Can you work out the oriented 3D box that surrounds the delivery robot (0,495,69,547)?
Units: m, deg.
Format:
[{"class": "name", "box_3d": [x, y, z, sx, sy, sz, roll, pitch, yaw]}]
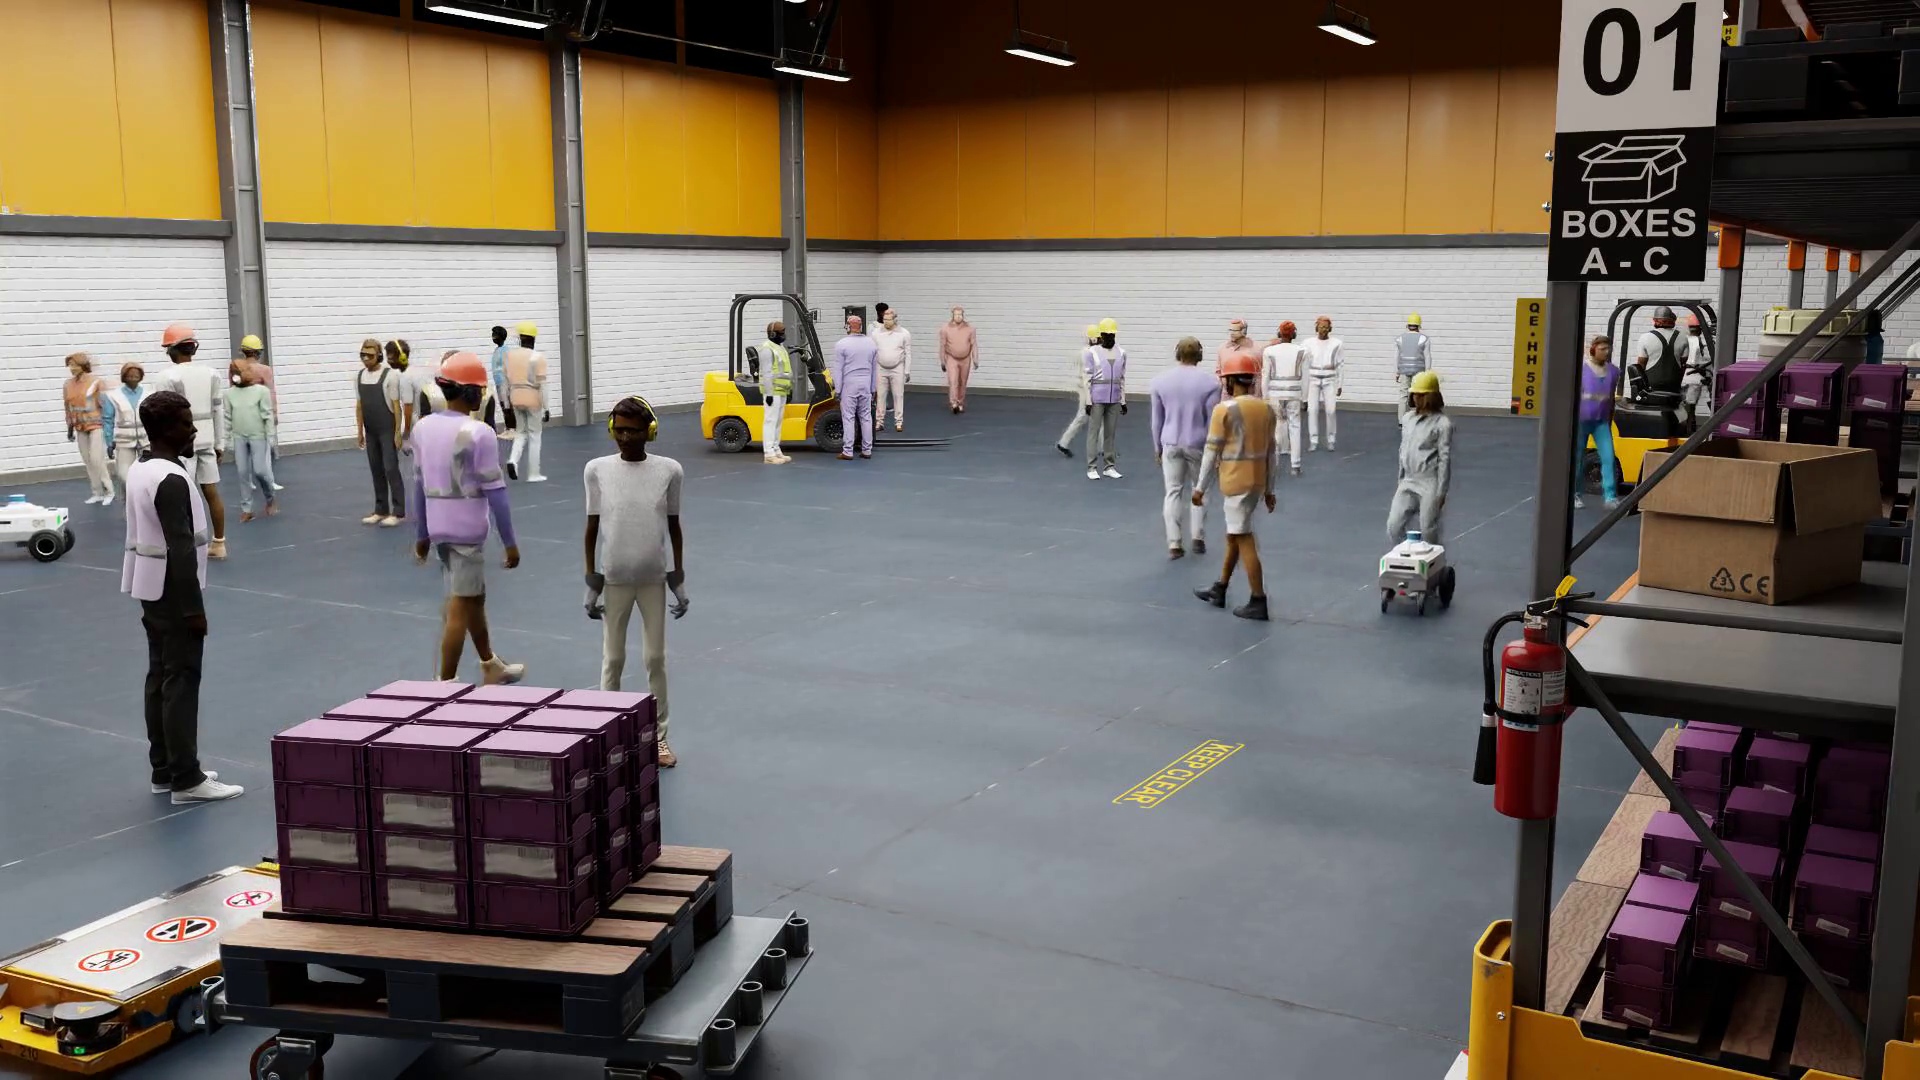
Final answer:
[{"class": "delivery robot", "box_3d": [-8.063, -0.146, 14.262, 0.707, 0.478, 0.477, -3, 10, -17]}]

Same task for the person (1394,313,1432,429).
[{"class": "person", "box_3d": [7.132, -2.647, 26.188, 0.591, 1.833, 0.403, 6, 11, 31]}]

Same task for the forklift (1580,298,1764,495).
[{"class": "forklift", "box_3d": [7.954, -1.589, 18.462, 2.313, 2.155, 1.214, 5, 11, 30]}]

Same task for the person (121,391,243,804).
[{"class": "person", "box_3d": [-3.666, 0.267, 7.737, 0.392, 1.920, 0.589, -8, 12, -41]}]

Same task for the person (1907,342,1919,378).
[{"class": "person", "box_3d": [11.606, -1.682, 19.849, 0.627, 1.936, 0.373, 5, 10, 27]}]

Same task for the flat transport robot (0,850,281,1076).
[{"class": "flat transport robot", "box_3d": [-2.624, 1.406, 5.753, 0.652, 0.197, 1.431, 4, 10, 24]}]

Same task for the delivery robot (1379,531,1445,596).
[{"class": "delivery robot", "box_3d": [3.333, 0.178, 12.241, 0.477, 0.478, 0.707, 5, 10, 27]}]

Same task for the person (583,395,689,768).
[{"class": "person", "box_3d": [-1.606, 0.215, 8.232, 0.517, 1.865, 0.327, -2, 9, -15]}]

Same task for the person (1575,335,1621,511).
[{"class": "person", "box_3d": [6.580, -1.191, 17.157, 0.583, 1.815, 0.828, -2, 9, -9]}]

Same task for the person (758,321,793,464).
[{"class": "person", "box_3d": [-2.378, -1.909, 21.556, 0.430, 1.843, 0.626, 2, 9, 12]}]

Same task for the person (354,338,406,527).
[{"class": "person", "box_3d": [-5.639, -1.039, 16.163, 0.510, 1.836, 0.364, 4, 10, 22]}]

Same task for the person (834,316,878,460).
[{"class": "person", "box_3d": [-1.392, -2.006, 21.992, 0.640, 1.902, 0.402, -7, 11, -35]}]

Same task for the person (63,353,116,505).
[{"class": "person", "box_3d": [-9.239, -1.172, 17.661, 0.529, 1.617, 0.394, 2, 9, 14]}]

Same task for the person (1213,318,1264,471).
[{"class": "person", "box_3d": [3.425, -1.779, 20.551, 0.652, 1.904, 0.402, 6, 11, 35]}]

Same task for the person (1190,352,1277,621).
[{"class": "person", "box_3d": [1.930, -0.398, 11.977, 0.548, 1.893, 0.920, -7, 12, -39]}]

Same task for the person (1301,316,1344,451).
[{"class": "person", "box_3d": [4.995, -2.156, 23.024, 0.610, 1.874, 0.423, 2, 9, 12]}]

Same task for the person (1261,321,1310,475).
[{"class": "person", "box_3d": [3.972, -1.733, 20.331, 0.575, 1.881, 0.356, 2, 9, 11]}]

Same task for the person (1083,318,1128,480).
[{"class": "person", "box_3d": [1.748, -1.690, 19.918, 0.585, 1.929, 0.377, -5, 10, -27]}]

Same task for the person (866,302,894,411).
[{"class": "person", "box_3d": [-1.403, -3.231, 29.476, 0.394, 1.954, 0.609, 7, 12, 38]}]

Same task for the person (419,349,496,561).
[{"class": "person", "box_3d": [-4.246, -0.693, 14.047, 0.658, 1.827, 0.516, -5, 10, -26]}]

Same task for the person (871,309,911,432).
[{"class": "person", "box_3d": [-1.086, -2.627, 25.860, 0.641, 1.901, 0.401, 1, 9, 7]}]

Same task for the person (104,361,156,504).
[{"class": "person", "box_3d": [-7.964, -0.920, 16.057, 0.523, 1.619, 0.518, -5, 11, -30]}]

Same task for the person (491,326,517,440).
[{"class": "person", "box_3d": [-6.756, -2.323, 24.617, 0.321, 1.691, 0.537, -6, 11, -31]}]

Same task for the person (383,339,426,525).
[{"class": "person", "box_3d": [-5.260, -1.040, 16.178, 0.560, 1.825, 0.564, -1, 9, -7]}]

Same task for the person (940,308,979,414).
[{"class": "person", "box_3d": [-0.004, -3.130, 29.138, 0.643, 1.857, 0.988, -2, 9, -11]}]

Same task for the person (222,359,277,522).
[{"class": "person", "box_3d": [-7.064, -0.987, 16.506, 0.520, 1.615, 0.375, 1, 9, 6]}]

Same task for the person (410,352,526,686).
[{"class": "person", "box_3d": [-2.728, -0.060, 9.487, 0.629, 2.007, 0.896, 6, 11, 35]}]

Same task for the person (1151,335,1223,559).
[{"class": "person", "box_3d": [1.966, -0.806, 14.417, 0.632, 1.920, 0.646, 3, 10, 17]}]

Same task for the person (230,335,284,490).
[{"class": "person", "box_3d": [-7.945, -1.424, 18.766, 0.533, 1.768, 0.310, 1, 9, 8]}]

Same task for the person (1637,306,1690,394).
[{"class": "person", "box_3d": [9.404, -2.148, 22.430, 0.682, 2.000, 0.537, 0, 9, -2]}]

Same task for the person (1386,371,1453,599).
[{"class": "person", "box_3d": [3.463, -0.404, 12.491, 0.415, 1.722, 0.518, -6, 11, -32]}]

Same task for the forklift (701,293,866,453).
[{"class": "forklift", "box_3d": [-2.458, -2.344, 23.176, 2.313, 2.155, 1.214, 0, 9, -2]}]

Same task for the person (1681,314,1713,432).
[{"class": "person", "box_3d": [10.418, -2.265, 23.679, 1.010, 1.891, 0.546, -5, 11, -30]}]

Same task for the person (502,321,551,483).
[{"class": "person", "box_3d": [-5.073, -1.603, 19.431, 0.602, 1.907, 0.487, 3, 10, 18]}]

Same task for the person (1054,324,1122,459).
[{"class": "person", "box_3d": [1.687, -1.964, 22.058, 0.872, 1.799, 0.602, 2, 9, 15]}]

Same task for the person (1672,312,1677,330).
[{"class": "person", "box_3d": [11.271, -2.708, 26.547, 0.429, 1.844, 0.627, -6, 11, -34]}]

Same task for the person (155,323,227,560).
[{"class": "person", "box_3d": [-6.524, -0.808, 14.063, 0.395, 2.038, 0.615, 4, 10, 25]}]

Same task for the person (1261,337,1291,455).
[{"class": "person", "box_3d": [4.224, -1.931, 22.407, 0.524, 1.618, 0.714, 9, 13, 44]}]
